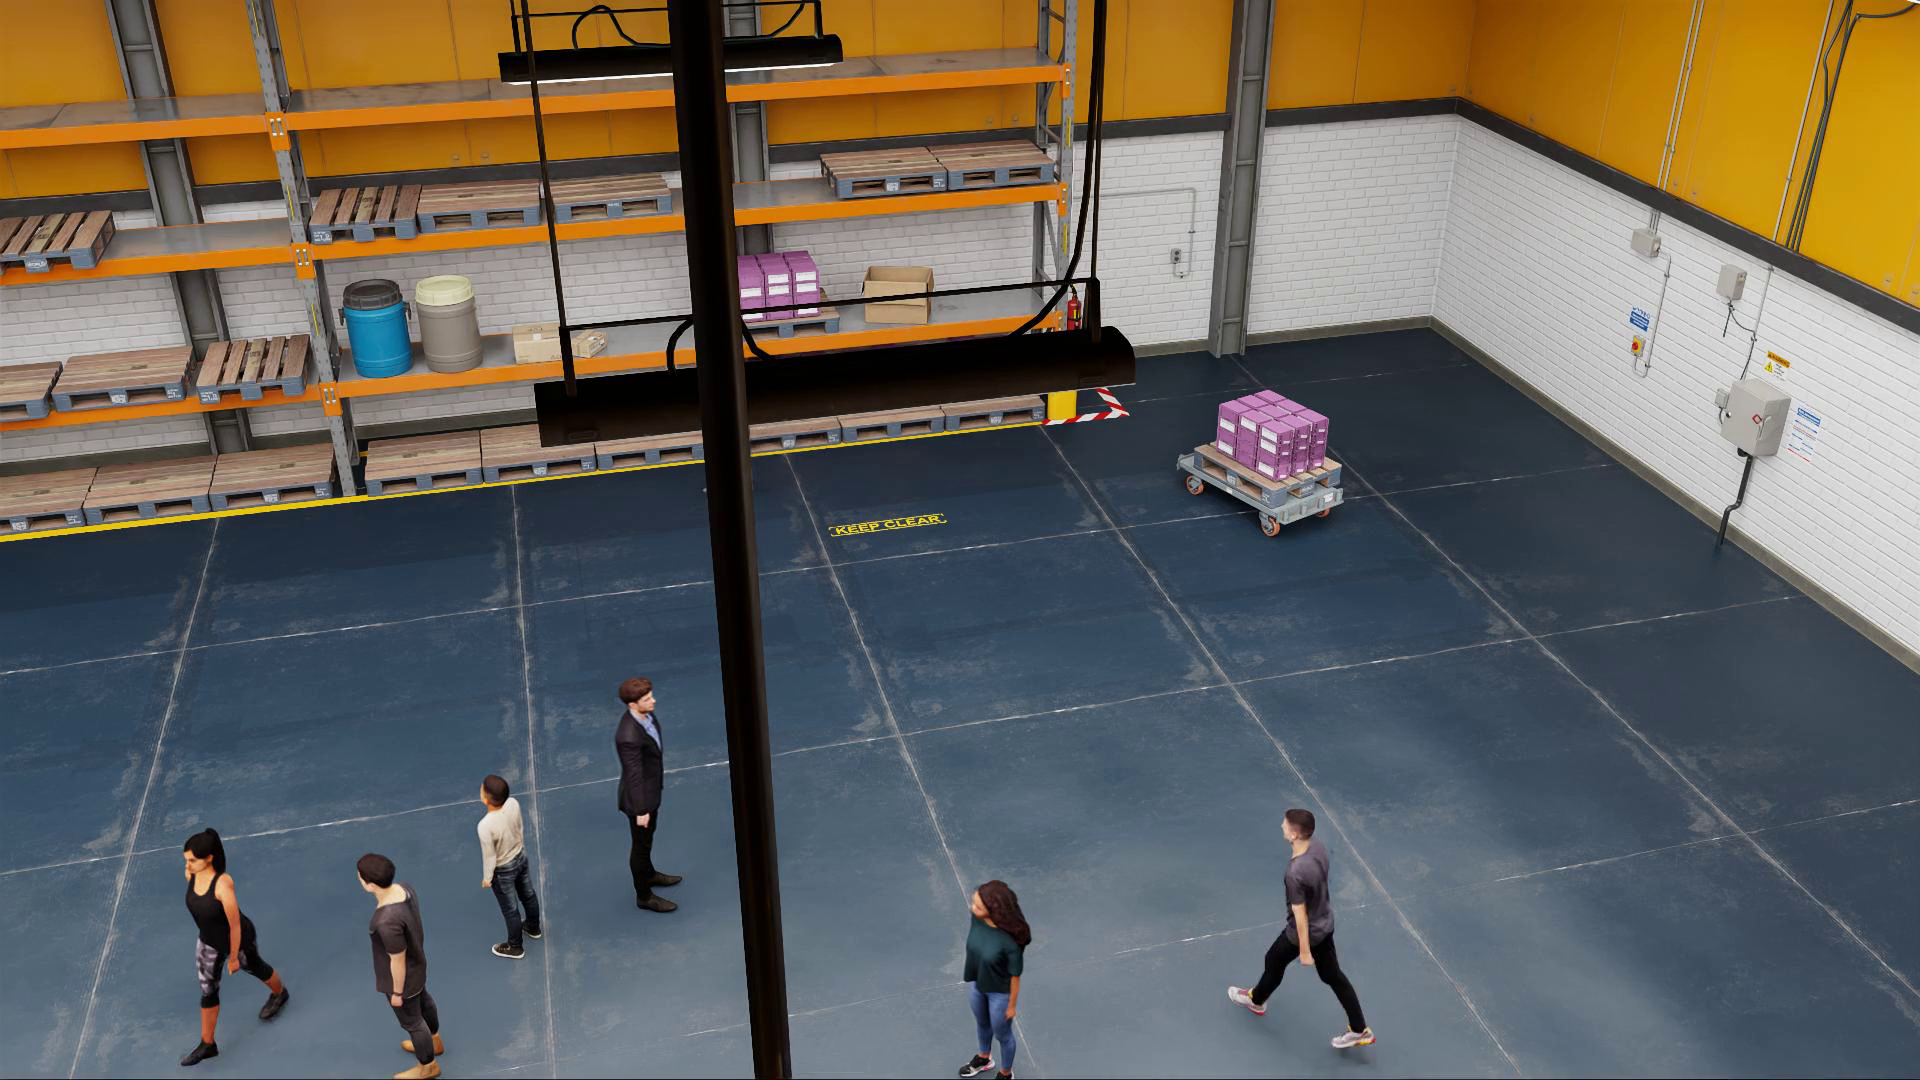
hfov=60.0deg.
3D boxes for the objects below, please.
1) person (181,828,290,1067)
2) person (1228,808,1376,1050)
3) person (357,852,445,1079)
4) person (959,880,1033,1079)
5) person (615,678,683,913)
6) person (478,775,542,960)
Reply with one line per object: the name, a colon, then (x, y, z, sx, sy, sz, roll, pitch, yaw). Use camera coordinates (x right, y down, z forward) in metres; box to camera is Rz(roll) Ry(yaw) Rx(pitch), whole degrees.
person: (-4.643, 2.515, 10.686, 1.066, 1.622, 1.085, 13, 31, 22)
person: (2.289, 2.537, 10.567, 1.236, 1.697, 1.222, 16, 33, 27)
person: (-3.463, 2.646, 10.351, 0.587, 1.712, 0.658, -3, 29, -5)
person: (0.215, 2.744, 10.273, 0.714, 1.615, 0.690, -22, 36, -35)
person: (-2.246, 1.770, 11.770, 0.699, 1.892, 0.751, 0, 29, 0)
person: (-3.096, 2.218, 11.393, 0.686, 1.465, 0.637, 13, 31, 23)
